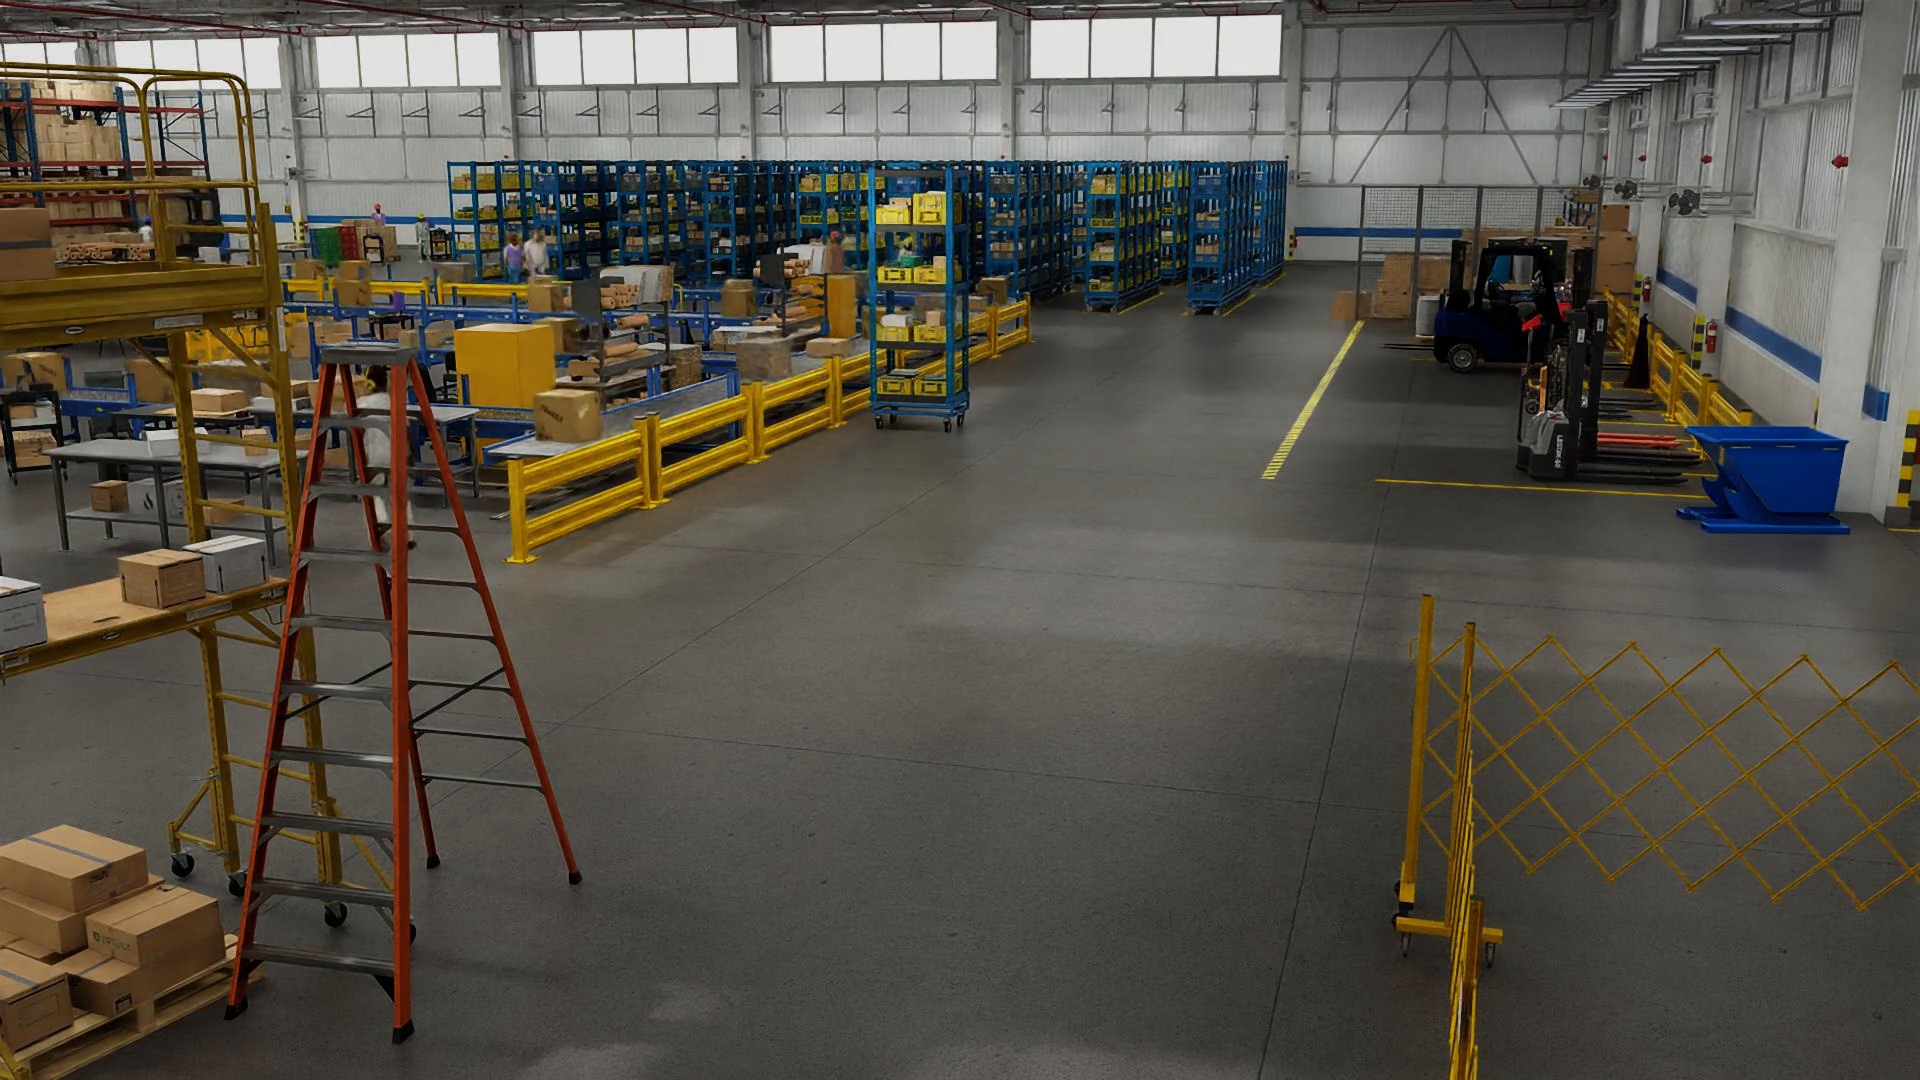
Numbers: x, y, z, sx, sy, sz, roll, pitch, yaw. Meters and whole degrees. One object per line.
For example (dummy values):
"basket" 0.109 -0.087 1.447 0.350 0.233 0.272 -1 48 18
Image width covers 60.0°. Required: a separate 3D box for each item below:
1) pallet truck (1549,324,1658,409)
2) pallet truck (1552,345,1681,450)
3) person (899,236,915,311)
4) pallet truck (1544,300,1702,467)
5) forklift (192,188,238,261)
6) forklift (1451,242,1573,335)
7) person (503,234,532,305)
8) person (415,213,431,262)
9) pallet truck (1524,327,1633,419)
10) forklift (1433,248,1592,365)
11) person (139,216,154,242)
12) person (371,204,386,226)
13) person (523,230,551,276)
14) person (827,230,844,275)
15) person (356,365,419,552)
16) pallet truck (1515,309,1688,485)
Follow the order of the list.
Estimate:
"pallet truck" 9.824 -2.669 25.407 1.601 1.201 0.680 4 14 16
"pallet truck" 8.641 -1.896 21.908 1.630 1.274 0.653 4 14 16
"person" -1.286 -6.524 40.782 0.429 1.810 0.624 4 14 19
"pallet truck" 8.263 -1.952 20.631 1.885 1.965 0.823 5 14 20
"forklift" -26.573 -11.245 58.845 1.129 2.768 1.873 4 14 16
"forklift" 10.464 -4.597 31.405 2.680 1.987 1.157 4 14 16
"person" -11.324 -6.894 42.434 1.002 1.791 0.582 9 16 35
"person" -19.122 -10.751 59.219 0.485 1.734 0.348 -7 15 -29
"pallet truck" 9.065 -2.460 24.370 1.522 1.261 0.704 3 13 14
"forklift" 9.780 -4.111 29.280 2.680 1.987 1.157 3 13 14
"person" -24.796 -8.954 51.036 0.653 1.915 0.612 3 13 13
"person" -22.249 -11.903 63.747 0.550 1.937 0.357 -9 16 -35
"person" -10.904 -7.052 42.904 0.675 1.887 0.435 -13 18 -43
"person" -2.986 -6.558 40.592 0.802 1.968 0.622 7 15 27
"person" -5.447 -0.764 15.834 0.578 1.844 0.549 -5 14 -22
"pallet truck" 7.554 -1.677 19.446 1.885 1.965 0.823 3 13 14
